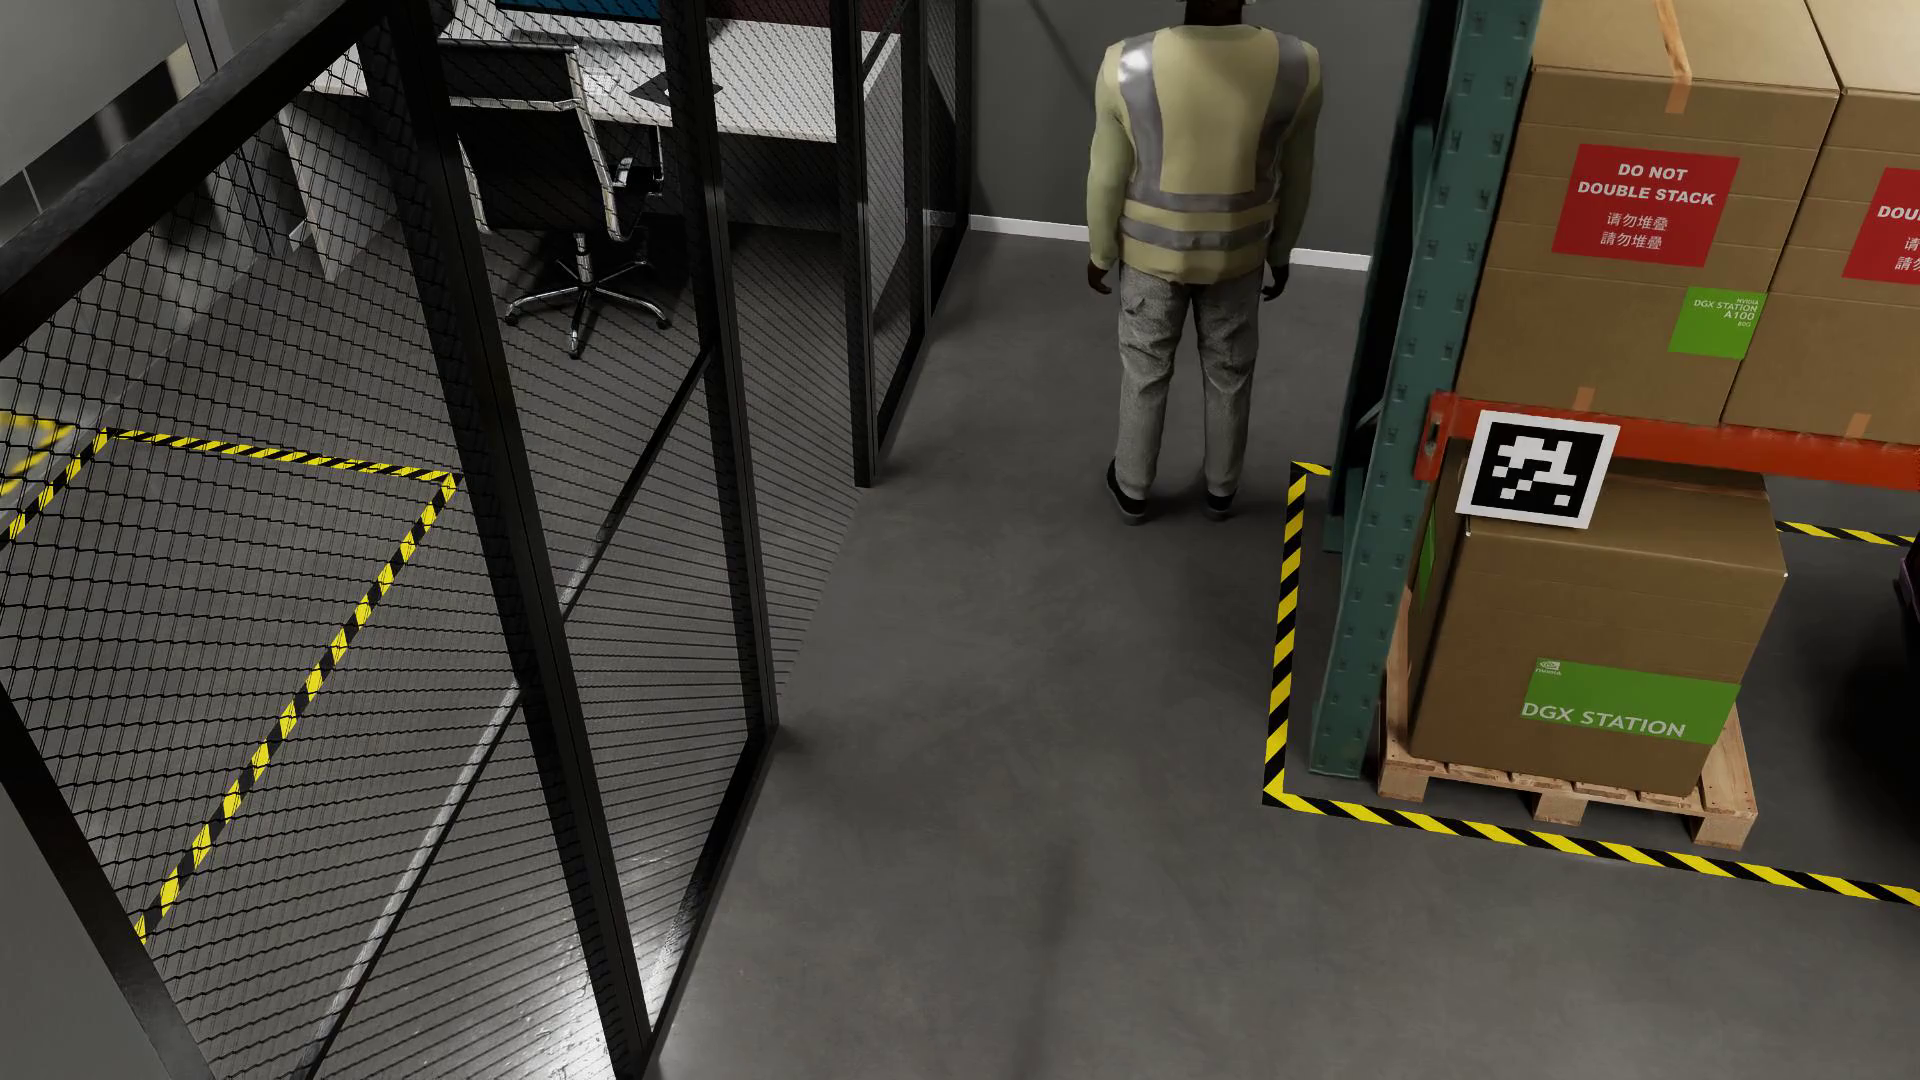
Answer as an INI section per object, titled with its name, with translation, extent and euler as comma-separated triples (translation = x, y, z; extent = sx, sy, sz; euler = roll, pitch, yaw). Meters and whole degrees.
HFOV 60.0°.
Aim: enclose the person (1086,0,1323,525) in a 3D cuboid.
[person]
translation = 0.629, -0.816, 4.527
extent = 0.591, 1.819, 0.404
euler = 0, 41, 0
